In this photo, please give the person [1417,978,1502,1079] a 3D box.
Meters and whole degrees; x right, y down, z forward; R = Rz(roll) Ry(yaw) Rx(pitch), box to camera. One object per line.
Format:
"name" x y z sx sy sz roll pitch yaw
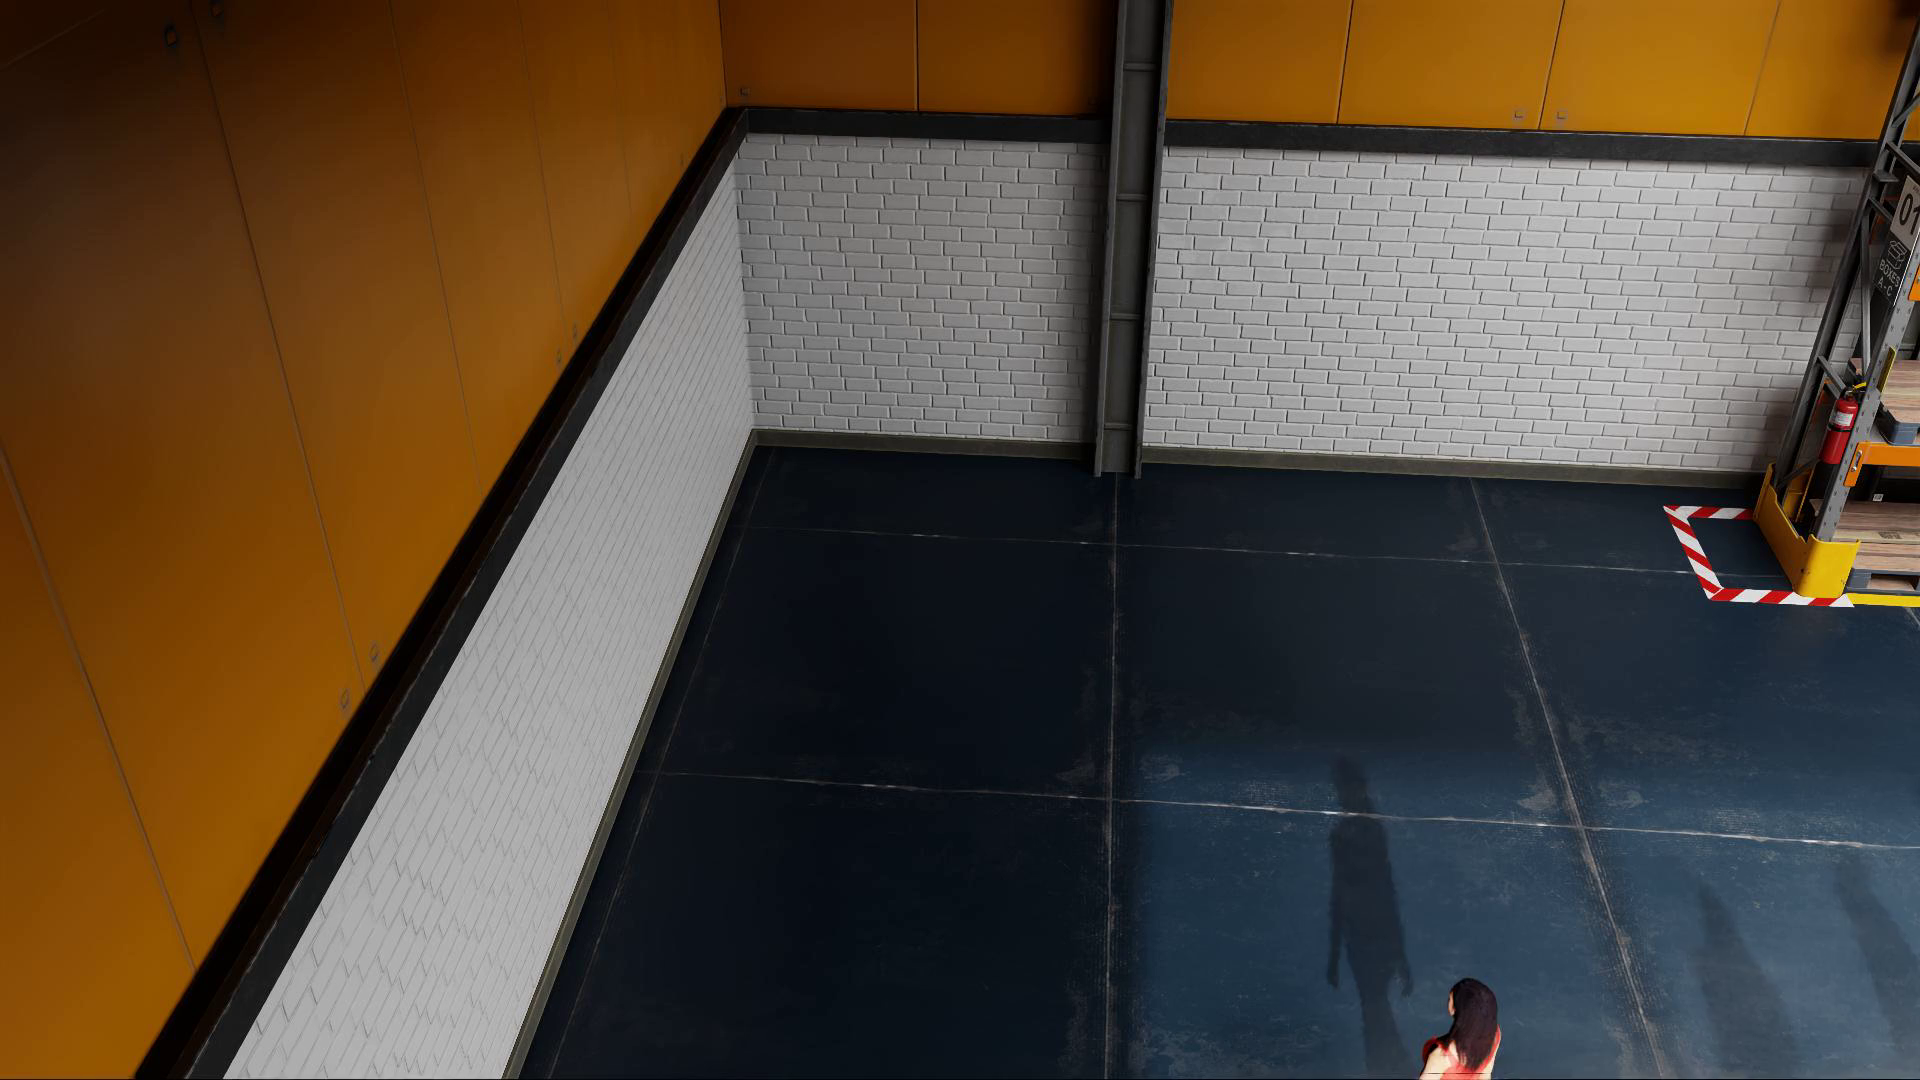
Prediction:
"person" 2.303 2.751 7.720 1.114 1.669 1.130 -22 39 -29
